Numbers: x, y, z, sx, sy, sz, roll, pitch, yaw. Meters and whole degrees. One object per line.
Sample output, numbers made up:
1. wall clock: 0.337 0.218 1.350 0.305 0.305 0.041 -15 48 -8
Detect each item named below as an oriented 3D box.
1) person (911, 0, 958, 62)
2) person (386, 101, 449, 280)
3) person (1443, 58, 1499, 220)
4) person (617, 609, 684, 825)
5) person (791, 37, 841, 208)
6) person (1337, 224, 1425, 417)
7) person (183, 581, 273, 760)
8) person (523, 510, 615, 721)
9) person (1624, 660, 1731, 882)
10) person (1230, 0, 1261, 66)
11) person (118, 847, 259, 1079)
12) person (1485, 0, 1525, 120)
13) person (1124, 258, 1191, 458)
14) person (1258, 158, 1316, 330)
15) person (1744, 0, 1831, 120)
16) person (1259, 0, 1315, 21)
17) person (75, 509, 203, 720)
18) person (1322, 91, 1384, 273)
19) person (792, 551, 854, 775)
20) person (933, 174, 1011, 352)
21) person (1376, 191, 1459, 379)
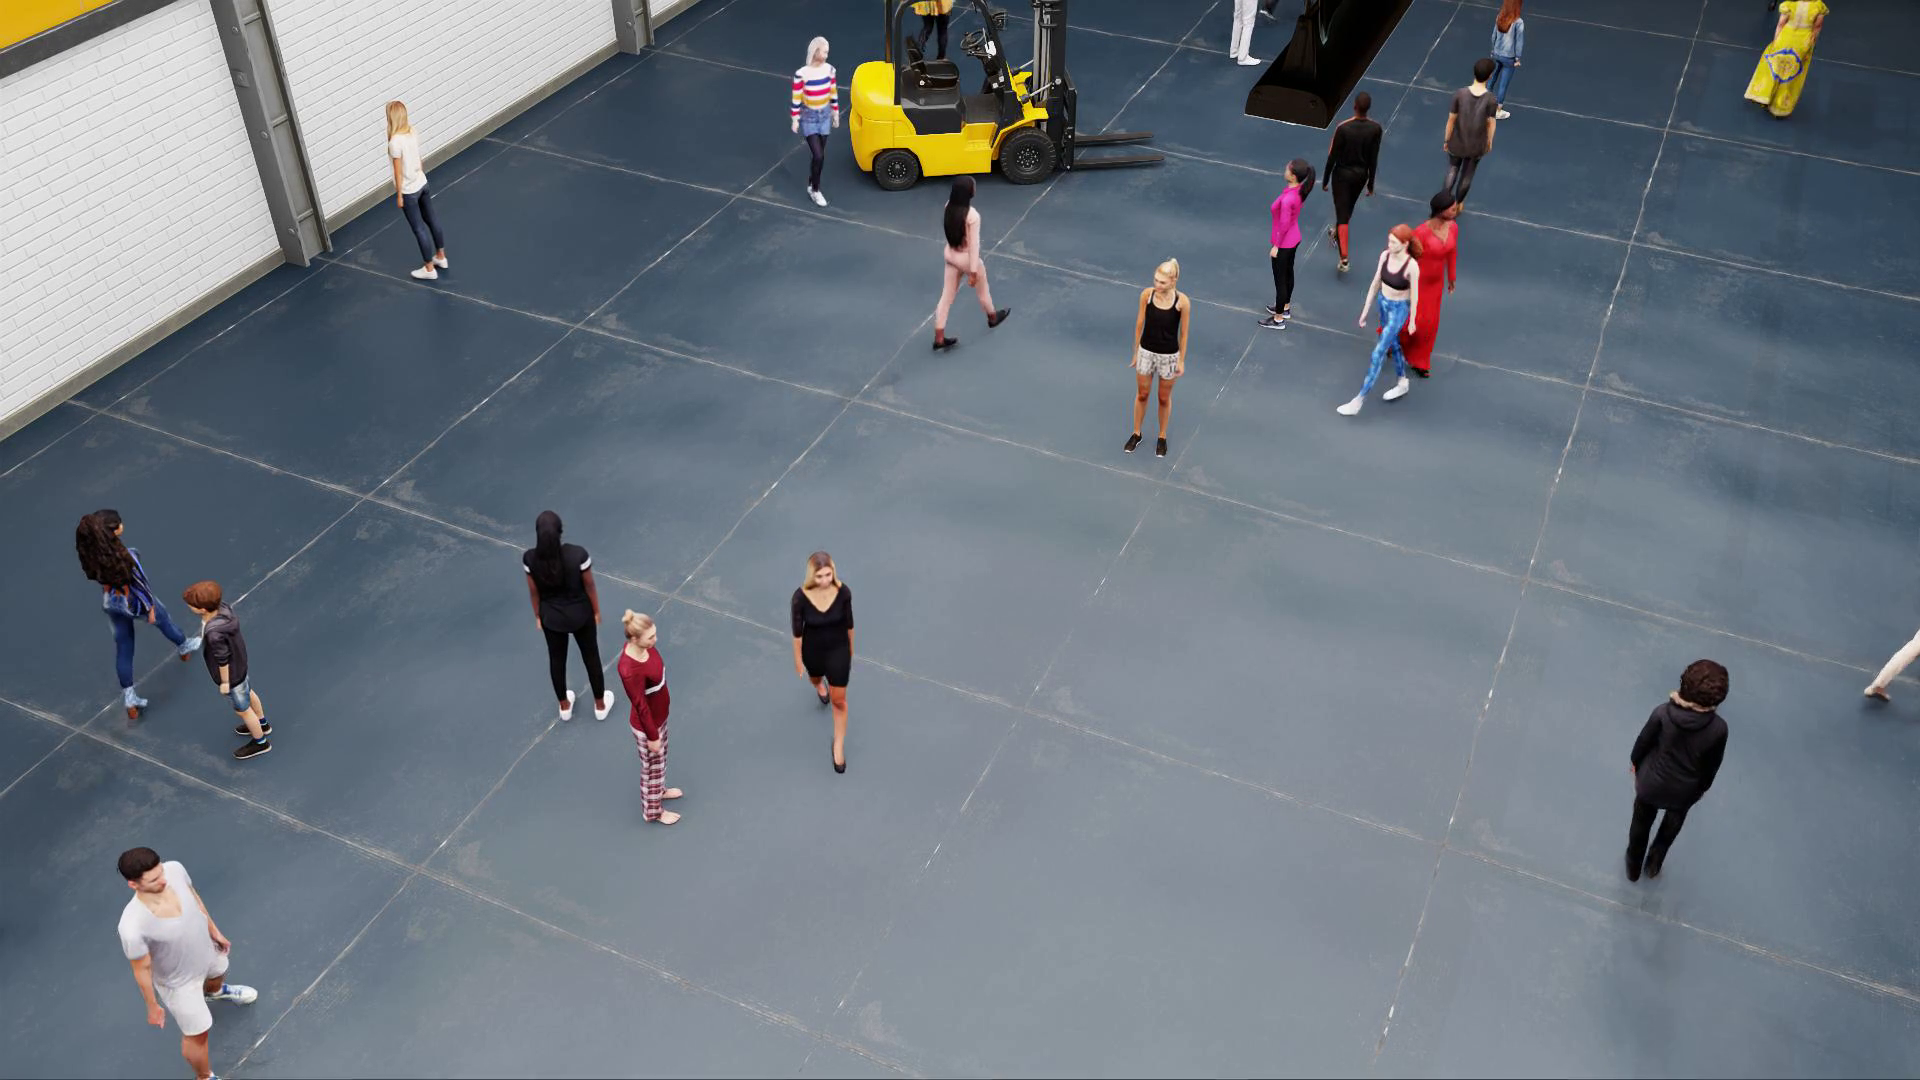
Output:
1. person: -0.349 -6.470 20.189 0.737 1.640 0.861 20 43 23
2. person: -5.321 -3.420 16.232 0.673 1.810 0.498 8 39 10
3. person: 5.228 -4.104 17.176 0.643 1.702 0.595 21 43 25
4. person: -1.990 1.114 10.636 0.746 1.709 0.605 -2 39 -2
5. person: -1.561 -4.452 17.549 0.825 1.780 0.900 -21 43 -24
6. person: 3.820 -1.949 14.451 1.176 1.744 1.003 -21 43 -24
7. person: -4.912 0.849 11.178 0.687 1.447 0.617 -9 40 -11
8. person: -2.681 0.522 11.364 0.675 1.725 0.674 -1 39 -2
9. person: 4.328 1.489 10.116 0.639 1.771 0.571 14 41 17
10. person: 3.526 -6.801 20.404 0.798 1.888 0.731 -12 40 -14
11. person: -4.251 2.308 9.045 1.094 1.829 0.870 6 39 8
12. person: 6.296 -5.614 19.246 0.653 1.477 0.640 -24 44 -27
13. person: 1.662 -1.555 13.868 0.620 1.846 0.550 12 40 14
14. person: 3.053 -2.779 15.528 0.638 1.697 0.509 18 42 21
15. person: 9.589 -5.645 19.160 0.750 1.643 0.697 16 41 19
16. person: 4.324 -7.504 21.435 1.213 1.699 1.123 -15 41 -18
17. person: -5.781 0.518 11.491 0.804 1.574 1.134 7 39 8
18. person: 3.849 -3.495 16.361 1.016 1.766 1.291 -1 39 -1
19. person: -0.923 0.712 11.195 0.958 1.639 1.129 -6 39 -8
20. person: -0.048 -2.482 15.171 1.230 1.670 0.958 -28 47 -31
21. person: 4.139 -2.318 14.894 0.888 1.769 0.938 -13 40 -15
